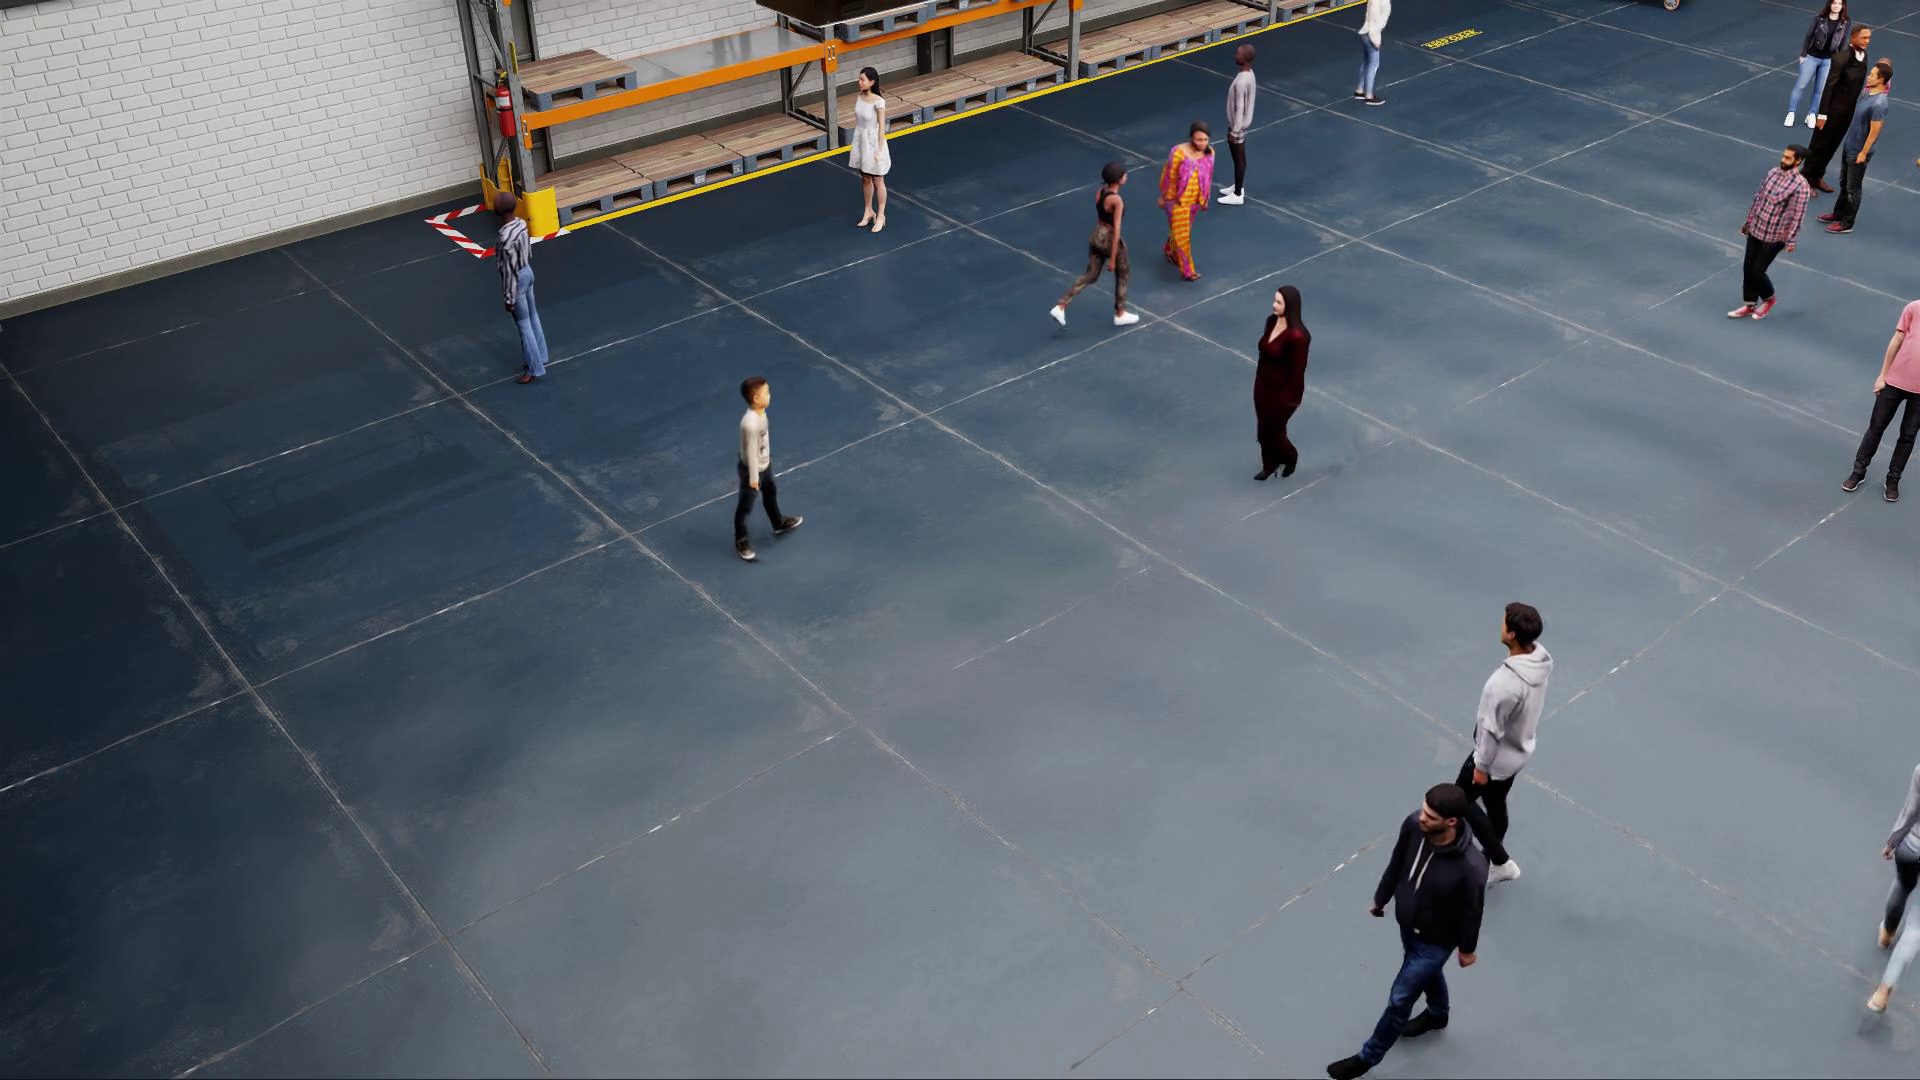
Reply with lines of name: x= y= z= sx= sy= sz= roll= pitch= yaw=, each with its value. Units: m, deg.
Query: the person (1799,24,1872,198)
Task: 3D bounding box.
person: x=9.785 y=-4.800 z=18.555 sx=0.599 sy=1.904 sz=0.811 roll=-18 pitch=38 yaw=-25

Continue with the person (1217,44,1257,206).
person: x=3.097 y=-4.589 z=18.358 sx=0.754 sy=1.771 sz=0.653 roll=9 pitch=35 yaw=13

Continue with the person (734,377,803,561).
person: x=-1.595 y=-0.569 z=12.599 sx=0.914 sy=1.451 sz=0.848 roll=8 pitch=34 yaw=11

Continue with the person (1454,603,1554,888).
person: x=3.184 y=1.229 z=9.478 sx=0.822 sy=1.912 sz=0.737 roll=21 pitch=39 yaw=28

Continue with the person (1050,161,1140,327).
person: x=1.295 y=-2.724 z=15.646 sx=1.191 sy=1.667 sz=0.763 roll=-18 pitch=37 yaw=-24

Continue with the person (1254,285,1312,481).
person: x=2.632 y=-1.227 z=13.322 sx=0.793 sy=1.747 sz=0.774 roll=-13 pitch=36 yaw=-19

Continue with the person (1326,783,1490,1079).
person: x=2.464 y=1.938 z=8.469 sx=1.191 sy=1.847 sz=0.908 roll=-14 pitch=36 yaw=-20

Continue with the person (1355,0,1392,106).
person: x=5.268 y=-6.414 z=21.192 sx=0.840 sy=1.673 sz=0.773 roll=5 pitch=34 yaw=8

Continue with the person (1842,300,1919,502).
person: x=7.531 y=-1.248 z=13.163 sx=0.700 sy=1.958 sz=0.660 roll=18 pitch=38 yaw=25

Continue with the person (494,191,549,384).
person: x=-3.926 y=-2.259 z=14.829 sx=0.741 sy=1.796 sz=0.690 roll=2 pitch=34 yaw=3

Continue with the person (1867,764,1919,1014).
person: x=5.136 y=1.754 z=8.828 sx=0.835 sy=1.756 sz=1.244 roll=21 pitch=39 yaw=29

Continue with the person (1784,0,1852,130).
person: x=10.582 y=-5.911 z=20.471 sx=0.726 sy=1.634 sz=0.748 roll=9 pitch=35 yaw=13

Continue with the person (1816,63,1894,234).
person: x=9.581 y=-4.171 z=17.696 sx=0.786 sy=1.808 sz=0.706 roll=5 pitch=34 yaw=7

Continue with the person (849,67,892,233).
person: x=-0.955 y=-4.160 z=17.709 sx=0.625 sy=1.774 sz=0.642 roll=-27 pitch=42 yaw=-34

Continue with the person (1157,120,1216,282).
person: x=2.257 y=-3.495 z=16.821 sx=1.188 sy=1.651 sz=0.981 roll=-12 pitch=35 yaw=-17

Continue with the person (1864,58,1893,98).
person: x=11.073 y=-5.328 z=20.145 sx=0.493 sy=1.022 sz=0.532 roll=13 pitch=36 yaw=19

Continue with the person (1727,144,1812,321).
person: x=7.794 y=-2.945 z=15.903 sx=0.810 sy=1.750 sz=0.804 roll=-9 pitch=35 yaw=-13
